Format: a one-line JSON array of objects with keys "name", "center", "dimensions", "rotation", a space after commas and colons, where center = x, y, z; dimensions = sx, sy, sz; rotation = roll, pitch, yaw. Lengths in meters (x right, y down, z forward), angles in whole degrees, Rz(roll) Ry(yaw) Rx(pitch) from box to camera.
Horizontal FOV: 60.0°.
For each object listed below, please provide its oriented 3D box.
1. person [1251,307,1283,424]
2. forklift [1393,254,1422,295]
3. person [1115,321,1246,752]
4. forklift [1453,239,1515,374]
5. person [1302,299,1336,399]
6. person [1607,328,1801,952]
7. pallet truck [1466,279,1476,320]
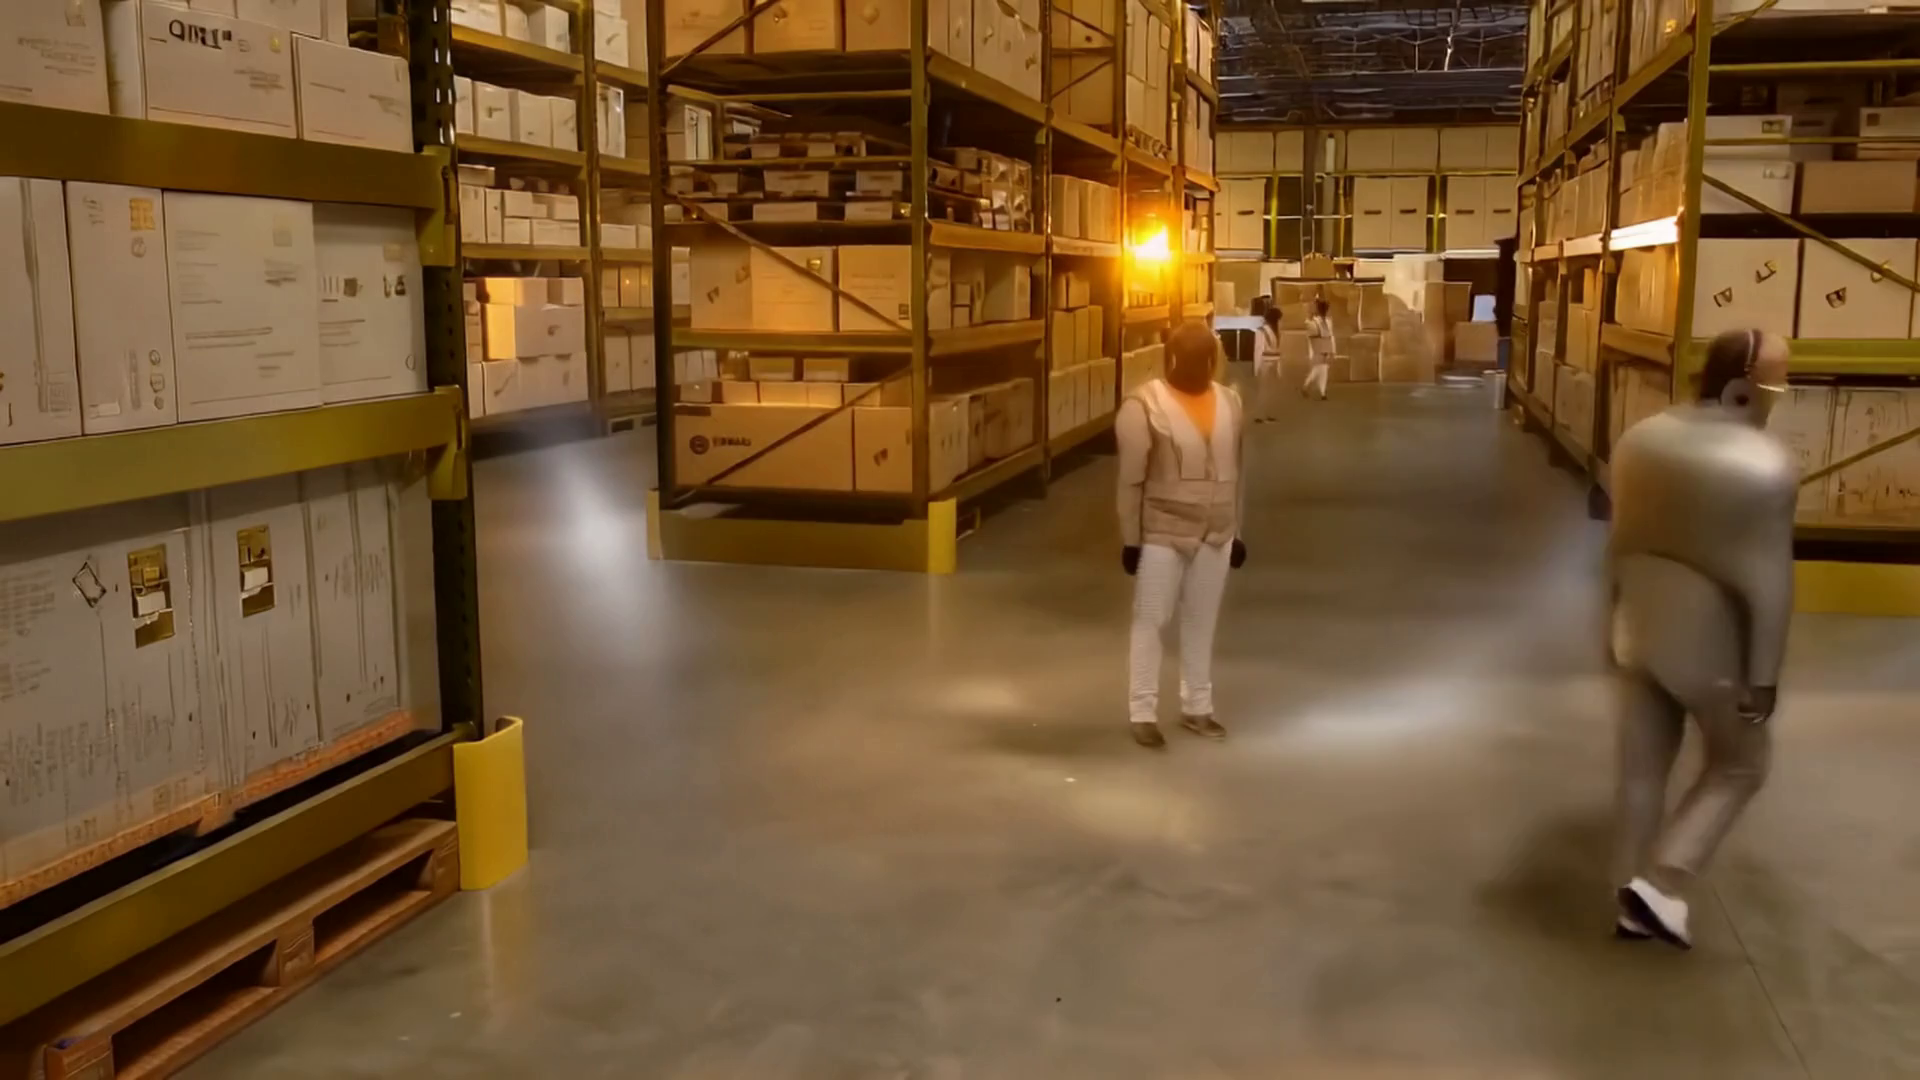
[{"name": "person", "center": [4.273, -2.415, 23.106], "dimensions": [0.546, 1.624, 0.377], "rotation": [-6, 11, -34]}, {"name": "forklift", "center": [14.750, -8.054, 54.939], "dimensions": [1.129, 2.768, 1.873], "rotation": [-2, 9, -13]}, {"name": "person", "center": [0.971, -0.015, 7.165], "dimensions": [0.633, 1.839, 0.429], "rotation": [-4, 10, -25]}, {"name": "forklift", "center": [11.341, -4.852, 34.600], "dimensions": [1.873, 2.768, 1.129], "rotation": [4, 10, 23]}, {"name": "person", "center": [6.020, -3.199, 27.867], "dimensions": [0.538, 1.684, 0.480], "rotation": [-4, 10, -24]}, {"name": "person", "center": [2.165, 0.312, 4.946], "dimensions": [0.450, 1.880, 0.682], "rotation": [-6, 11, -32]}, {"name": "pallet truck", "center": [18.896, -8.459, 60.307], "dimensions": [1.885, 1.965, 0.823], "rotation": [5, 10, 31]}]
